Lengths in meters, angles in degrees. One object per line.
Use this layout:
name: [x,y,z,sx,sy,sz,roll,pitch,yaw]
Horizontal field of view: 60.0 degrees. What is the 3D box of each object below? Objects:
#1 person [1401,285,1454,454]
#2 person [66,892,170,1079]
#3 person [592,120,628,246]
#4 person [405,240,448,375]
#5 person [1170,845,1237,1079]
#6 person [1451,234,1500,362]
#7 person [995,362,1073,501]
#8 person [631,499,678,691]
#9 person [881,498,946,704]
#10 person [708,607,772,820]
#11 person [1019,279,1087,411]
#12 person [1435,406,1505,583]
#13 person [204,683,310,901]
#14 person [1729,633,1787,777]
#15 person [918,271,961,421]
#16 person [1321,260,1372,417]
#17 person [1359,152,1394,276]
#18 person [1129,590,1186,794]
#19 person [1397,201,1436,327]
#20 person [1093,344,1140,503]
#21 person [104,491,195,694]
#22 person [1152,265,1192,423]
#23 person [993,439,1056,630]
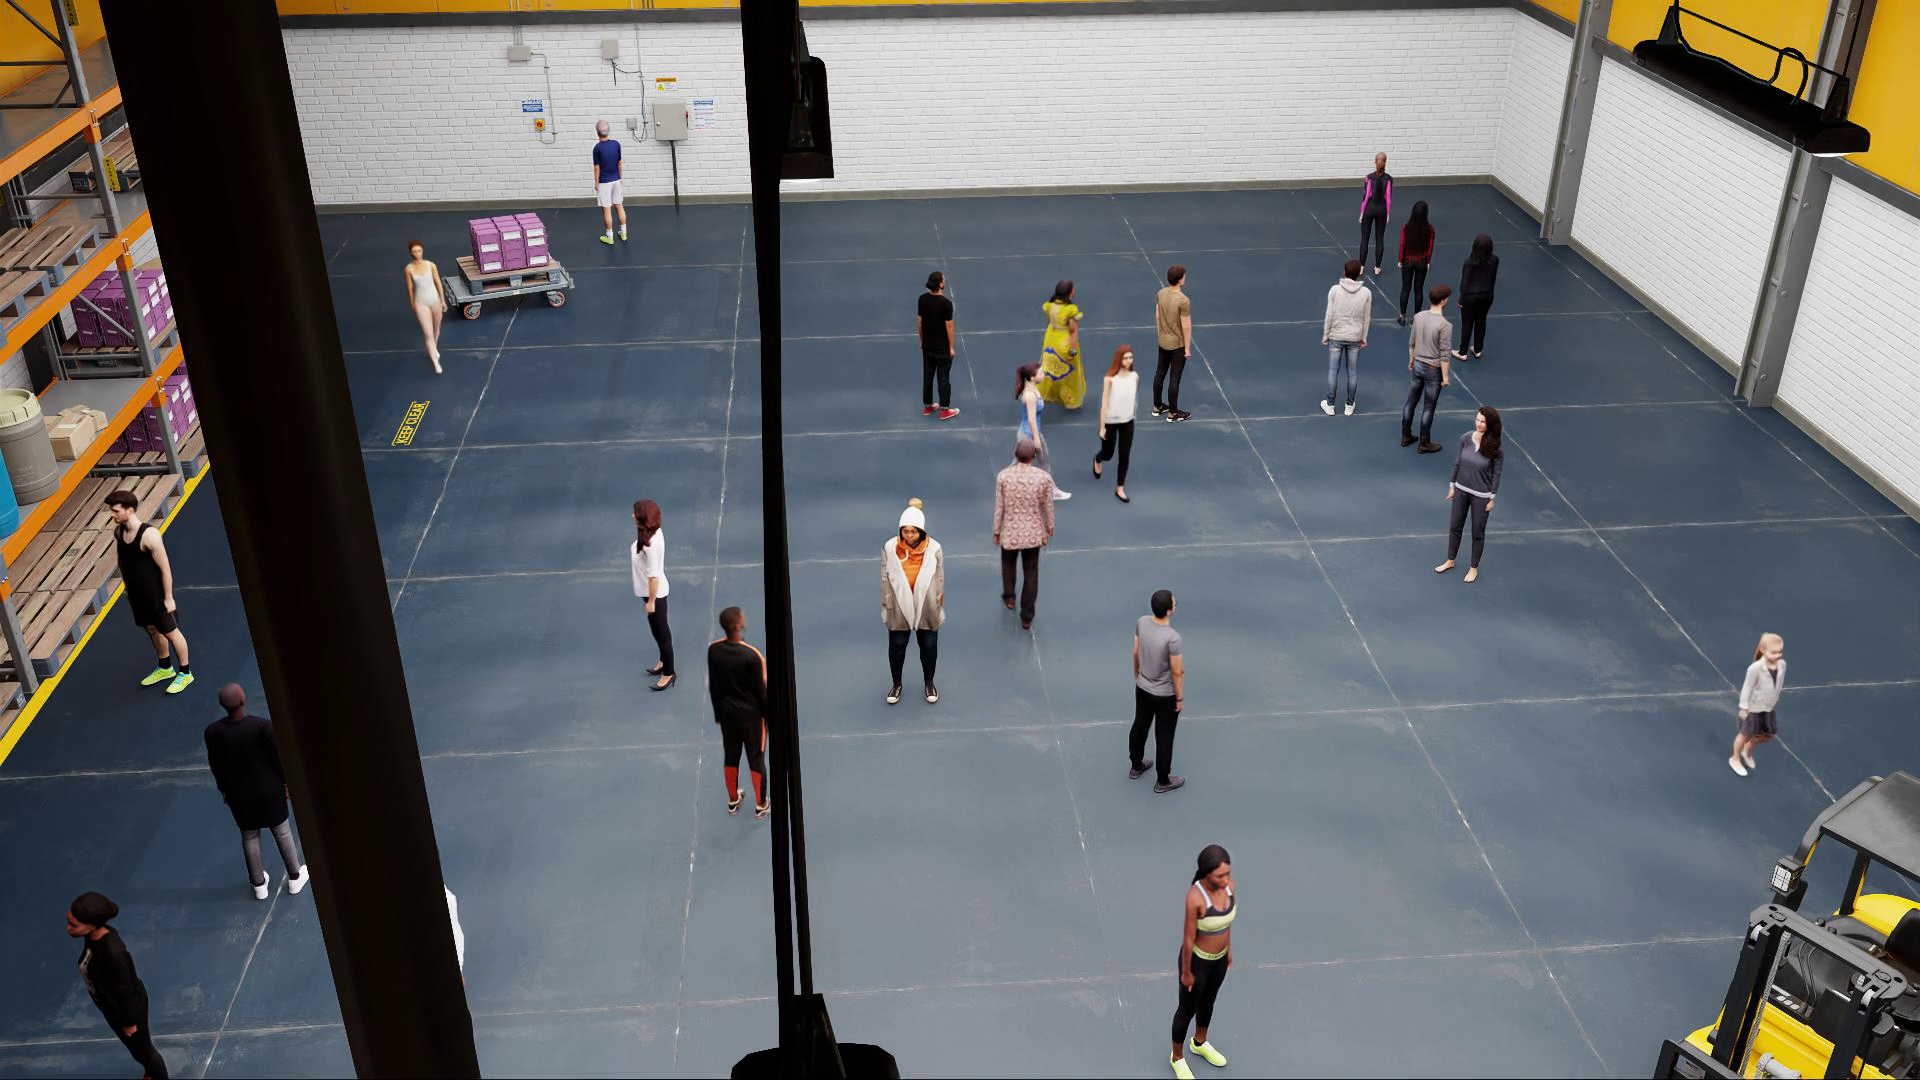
person: [5.171,-1.899,18.404,0.841,1.903,0.703,-19,34,-30]
person: [-5.051,2.791,10.042,0.656,1.676,0.719,23,36,35]
person: [-5.236,-5.353,24.801,0.725,1.839,0.762,-24,37,-37]
person: [-6.602,-2.932,20.609,0.858,1.604,1.124,-15,32,-25]
person: [1.506,2.596,10.316,0.645,1.755,0.669,-20,35,-32]
person: [6.462,-3.038,20.790,0.707,1.617,0.707,-10,30,-18]
person: [0.653,-1.074,17.237,0.765,1.571,1.015,3,29,5]
person: [-2.601,0.455,14.201,0.697,1.795,0.493,-6,29,-11]
person: [-0.387,0.513,13.994,0.701,1.891,0.658,-1,29,-2]
person: [-1.662,1.310,12.620,0.700,1.808,0.686,10,30,17]
person: [1.115,-2.205,19.244,1.248,1.635,1.319,22,35,34]
person: [4.909,-0.461,15.906,0.686,1.768,0.740,21,35,33]
person: [-5.016,1.777,11.811,0.672,1.761,0.583,-6,29,-11]
person: [6.327,1.277,13.245,0.540,1.266,0.575,-5,29,-10]
person: [-0.271,-2.254,19.206,0.720,1.758,0.764,18,33,30]
person: [4.460,-2.352,19.287,0.698,1.851,0.599,1,29,2]
person: [5.871,-4.629,23.568,0.595,1.750,0.572,2,29,3]
person: [1.539,1.152,12.965,0.764,1.755,0.678,-24,37,-37]
person: [5.972,-3.622,21.822,0.632,1.653,0.595,5,29,9]
person: [1.613,-1.253,17.426,0.713,1.705,0.945,-9,30,-16]
person: [-6.902,0.423,14.160,0.771,1.889,0.751,12,31,21]
person: [2.437,-2.277,19.148,0.808,1.852,0.703,-21,35,-34]
person: [0.562,-0.018,15.081,0.782,1.781,0.902,1,29,3]
